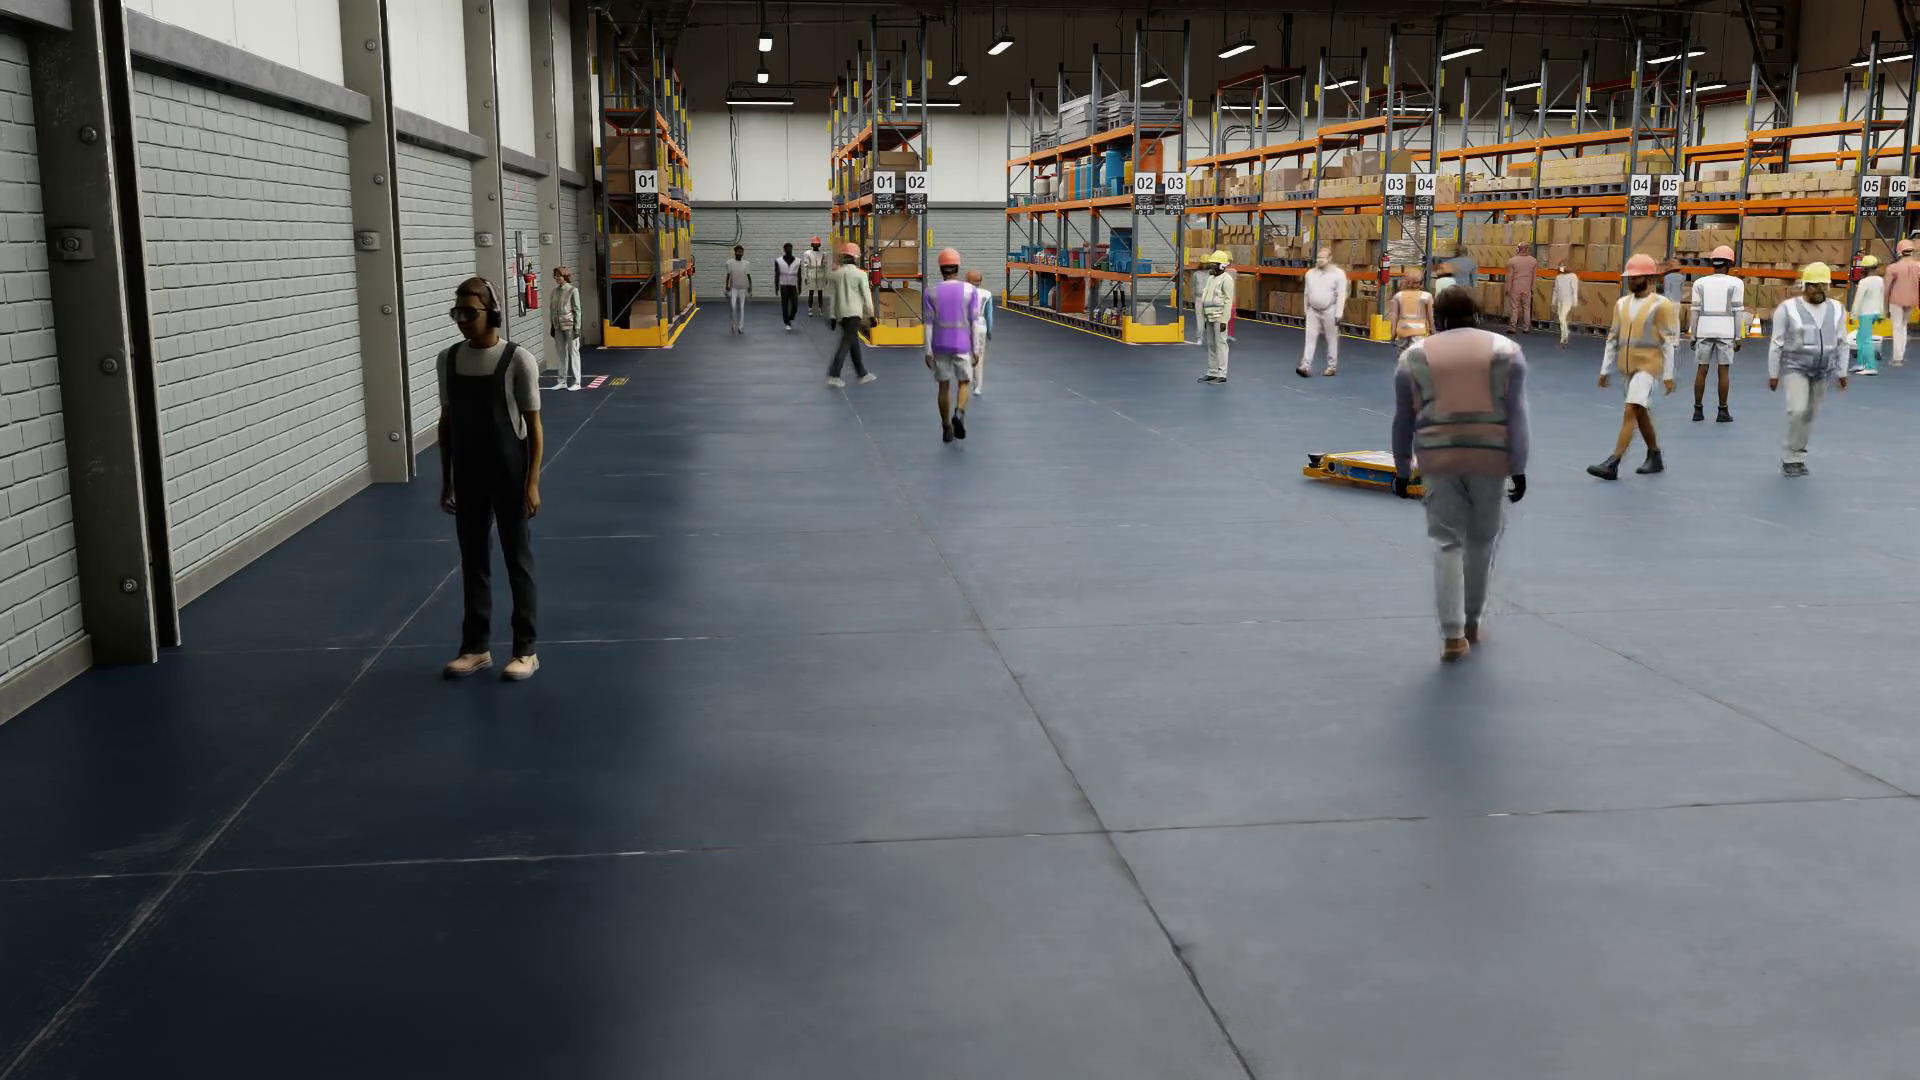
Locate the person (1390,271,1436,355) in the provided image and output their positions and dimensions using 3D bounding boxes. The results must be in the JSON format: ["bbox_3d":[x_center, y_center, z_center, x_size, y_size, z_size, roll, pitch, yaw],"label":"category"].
[{"bbox_3d":[5.700,-2.560,20.849,0.524,1.597,0.856,8,13,36],"label":"person"}]

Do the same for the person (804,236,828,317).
[{"bbox_3d":[-3.667,-6.709,42.354,0.607,2.048,0.365,-2,11,-11],"label":"person"}]

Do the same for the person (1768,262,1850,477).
[{"bbox_3d":[7.192,-1.422,14.022,0.597,1.810,0.632,0,10,-2],"label":"person"}]

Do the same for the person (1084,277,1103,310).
[{"bbox_3d":[3.694,-7.370,46.465,0.674,1.895,0.734,3,11,18],"label":"person"}]

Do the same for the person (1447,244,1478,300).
[{"bbox_3d":[9.803,-4.837,32.574,0.638,1.887,0.872,3,11,16],"label":"person"}]

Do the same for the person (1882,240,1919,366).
[{"bbox_3d":[14.862,-3.754,26.337,0.653,1.973,0.628,0,10,0],"label":"person"}]

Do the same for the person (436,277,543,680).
[{"bbox_3d":[-2.152,-0.271,7.616,0.506,1.845,0.344,3,11,15],"label":"person"}]

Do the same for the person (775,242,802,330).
[{"bbox_3d":[-3.760,-5.553,36.418,0.603,1.906,0.455,-3,11,-14],"label":"person"}]

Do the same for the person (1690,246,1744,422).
[{"bbox_3d":[8.311,-2.257,18.277,0.543,1.928,0.373,8,13,37],"label":"person"}]

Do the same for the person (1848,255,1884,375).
[{"bbox_3d":[13.287,-3.308,24.495,0.540,1.745,0.635,-6,12,-30],"label":"person"}]

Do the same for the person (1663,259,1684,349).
[{"bbox_3d":[12.833,-4.248,29.999,0.507,1.631,0.266,-6,12,-30],"label":"person"}]

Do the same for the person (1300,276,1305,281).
[{"bbox_3d":[9.772,-7.338,46.472,0.588,1.813,0.918,3,11,16],"label":"person"}]

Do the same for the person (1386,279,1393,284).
[{"bbox_3d":[12.590,-7.743,48.549,0.516,1.860,0.322,-3,11,-16],"label":"person"}]

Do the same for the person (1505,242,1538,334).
[{"bbox_3d":[11.756,-5.279,34.905,0.641,1.908,0.407,-1,10,-5],"label":"person"}]

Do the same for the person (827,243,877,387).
[{"bbox_3d":[-1.506,-3.071,22.702,0.603,1.949,1.032,10,14,43],"label":"person"}]

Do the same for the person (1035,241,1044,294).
[{"bbox_3d":[2.448,-7.917,49.307,0.669,1.925,0.642,0,10,-2],"label":"person"}]

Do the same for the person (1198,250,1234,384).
[{"bbox_3d":[3.537,-3.067,22.968,0.404,1.837,0.590,-4,11,-19],"label":"person"}]

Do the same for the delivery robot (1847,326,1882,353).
[{"bbox_3d":[14.838,-3.286,27.426,0.477,0.478,0.707,-3,11,-14],"label":"delivery robot"}]

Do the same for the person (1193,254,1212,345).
[{"bbox_3d":[4.653,-4.556,31.483,0.486,1.720,0.740,4,11,21],"label":"person"}]

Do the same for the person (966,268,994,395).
[{"bbox_3d":[0.167,-2.662,21.318,0.538,1.624,0.393,0,10,-3],"label":"person"}]

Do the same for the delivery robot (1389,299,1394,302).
[{"bbox_3d":[11.119,-5.960,42.088,0.477,0.478,0.707,-1,10,-6],"label":"delivery robot"}]

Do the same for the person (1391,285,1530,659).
[{"bbox_3d":[2.456,-0.347,8.209,0.641,1.782,0.841,3,11,16],"label":"person"}]

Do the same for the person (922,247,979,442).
[{"bbox_3d":[-0.093,-1.902,16.328,0.560,1.927,0.521,0,10,2],"label":"person"}]

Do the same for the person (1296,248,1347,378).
[{"bbox_3d":[5.214,-3.266,23.994,0.674,1.851,0.980,7,13,34],"label":"person"}]

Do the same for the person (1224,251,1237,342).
[{"bbox_3d":[5.124,-4.678,32.026,0.537,1.751,0.464,-3,11,-17],"label":"person"}]

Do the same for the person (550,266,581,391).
[{"bbox_3d":[-5.208,-2.786,21.962,0.513,1.642,0.313,7,12,33],"label":"person"}]

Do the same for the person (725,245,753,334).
[{"bbox_3d":[-4.600,-5.219,34.705,0.570,1.852,0.594,-2,11,-13],"label":"person"}]

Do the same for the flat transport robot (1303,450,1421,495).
[{"bbox_3d":[3.539,-0.561,13.524,0.652,0.197,1.431,-7,12,-33],"label":"flat transport robot"}]

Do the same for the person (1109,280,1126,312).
[{"bbox_3d":[4.290,-7.034,45.092,0.534,1.698,0.318,-5,11,-25],"label":"person"}]

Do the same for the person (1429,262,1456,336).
[{"bbox_3d":[7.912,-3.760,27.399,0.523,1.602,0.734,-7,12,-33],"label":"person"}]

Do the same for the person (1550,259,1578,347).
[{"bbox_3d":[11.076,-4.351,30.590,0.484,1.616,0.534,-4,11,-23],"label":"person"}]

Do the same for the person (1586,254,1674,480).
[{"bbox_3d":[5.700,-1.457,14.023,1.014,1.882,0.567,-5,12,-26],"label":"person"}]
